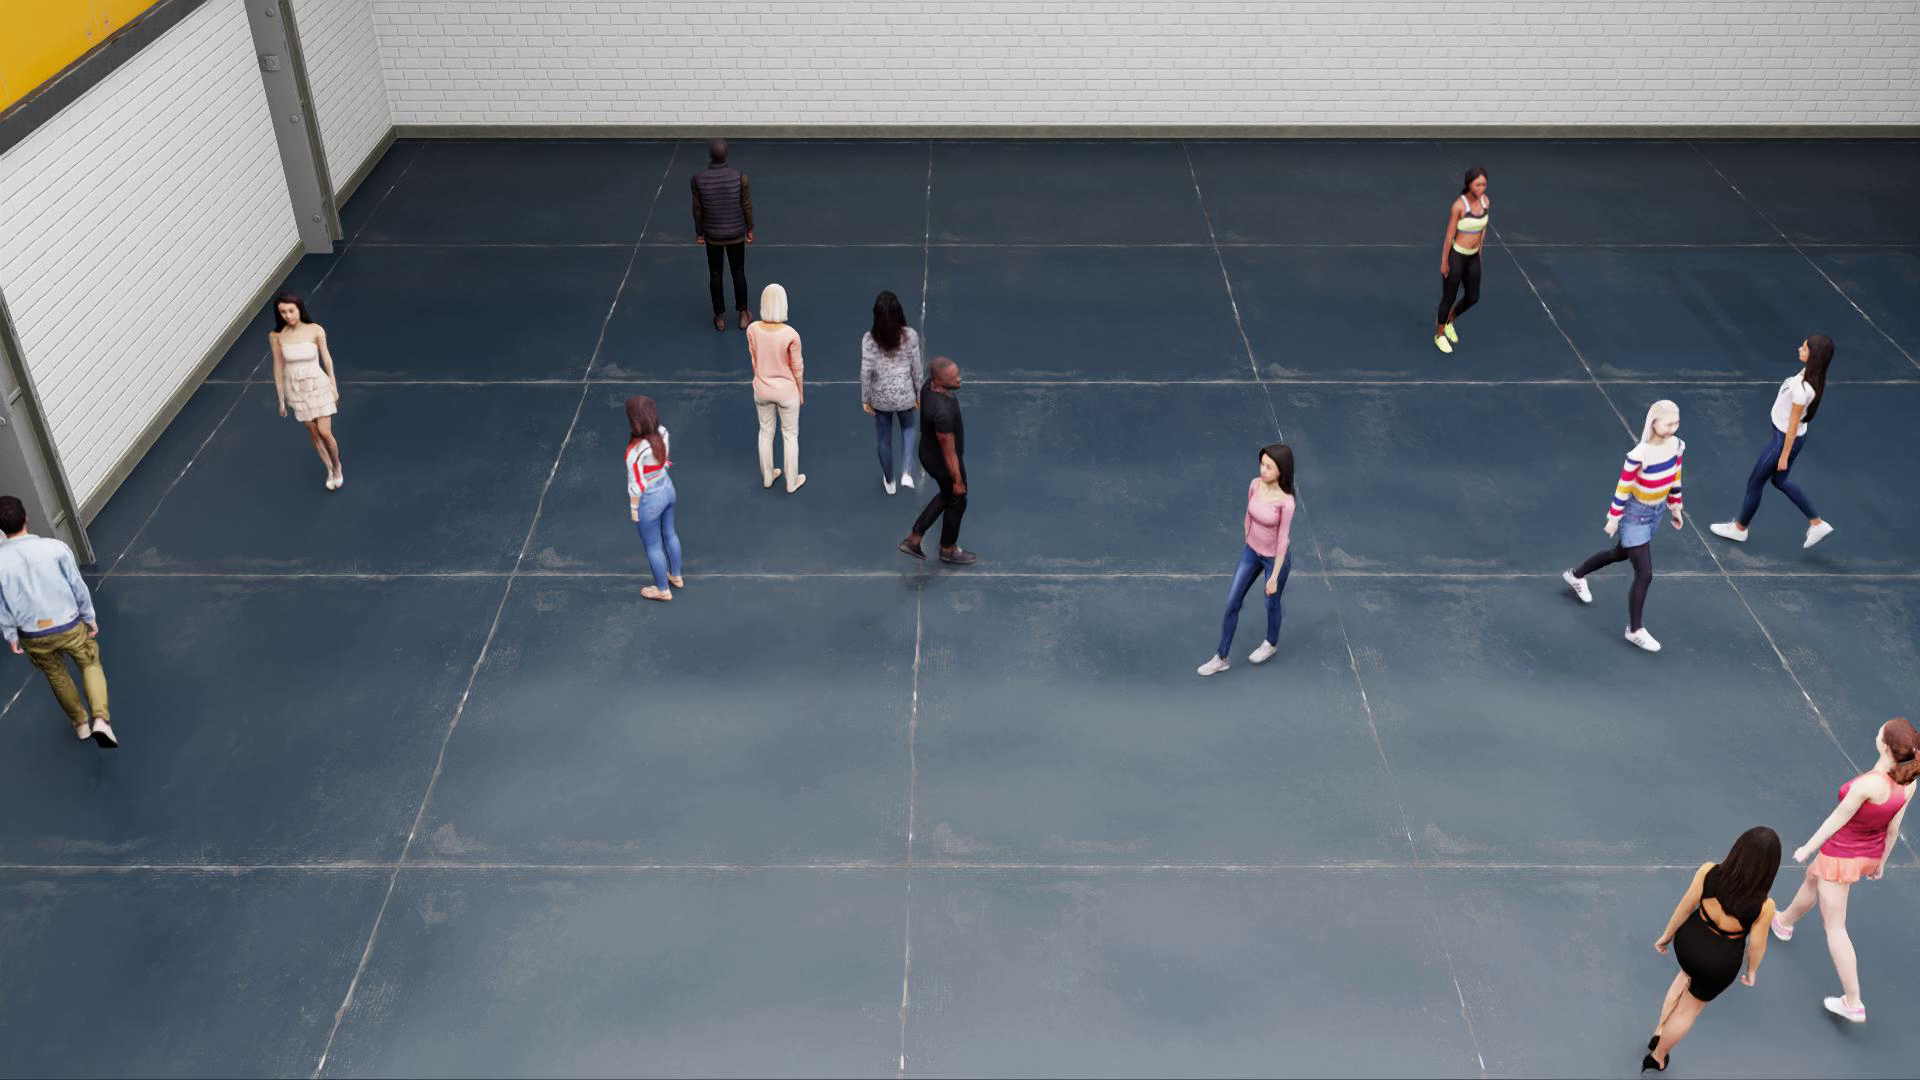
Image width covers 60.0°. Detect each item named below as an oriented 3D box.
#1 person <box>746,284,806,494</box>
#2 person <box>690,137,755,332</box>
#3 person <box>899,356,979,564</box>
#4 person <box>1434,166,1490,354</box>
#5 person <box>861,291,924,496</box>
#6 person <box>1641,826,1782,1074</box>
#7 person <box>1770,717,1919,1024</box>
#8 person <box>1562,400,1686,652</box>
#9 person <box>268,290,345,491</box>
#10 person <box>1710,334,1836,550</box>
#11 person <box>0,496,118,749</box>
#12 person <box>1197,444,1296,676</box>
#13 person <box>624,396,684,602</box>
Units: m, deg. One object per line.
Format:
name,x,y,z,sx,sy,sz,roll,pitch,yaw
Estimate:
person,-1.424,-1.169,12.856,0.638,1.725,0.600,8,34,12
person,-2.157,-2.794,15.202,0.706,1.835,0.587,-3,34,-4
person,-0.153,-0.513,11.816,0.890,1.784,0.851,-15,37,-22
person,4.439,-2.535,14.896,0.679,1.742,0.725,-11,35,-17
person,-0.509,-1.061,12.693,0.671,1.726,0.737,-3,34,-5
person,3.574,2.072,8.067,0.767,1.628,0.693,-24,41,-32
person,4.617,1.691,8.560,0.841,1.716,1.190,-12,36,-18
person,4.565,-0.186,11.336,1.049,1.770,1.229,-20,38,-27
person,-5.009,-1.166,12.854,0.623,1.722,0.638,-4,34,-6
person,6.091,-0.671,12.080,1.044,1.754,1.052,22,39,29
person,-5.553,0.567,10.181,0.958,1.795,1.085,-18,38,-25
person,2.075,0.103,10.943,0.972,1.724,0.961,-22,40,-30
person,-2.132,-0.303,11.653,0.721,1.613,0.594,15,37,22
